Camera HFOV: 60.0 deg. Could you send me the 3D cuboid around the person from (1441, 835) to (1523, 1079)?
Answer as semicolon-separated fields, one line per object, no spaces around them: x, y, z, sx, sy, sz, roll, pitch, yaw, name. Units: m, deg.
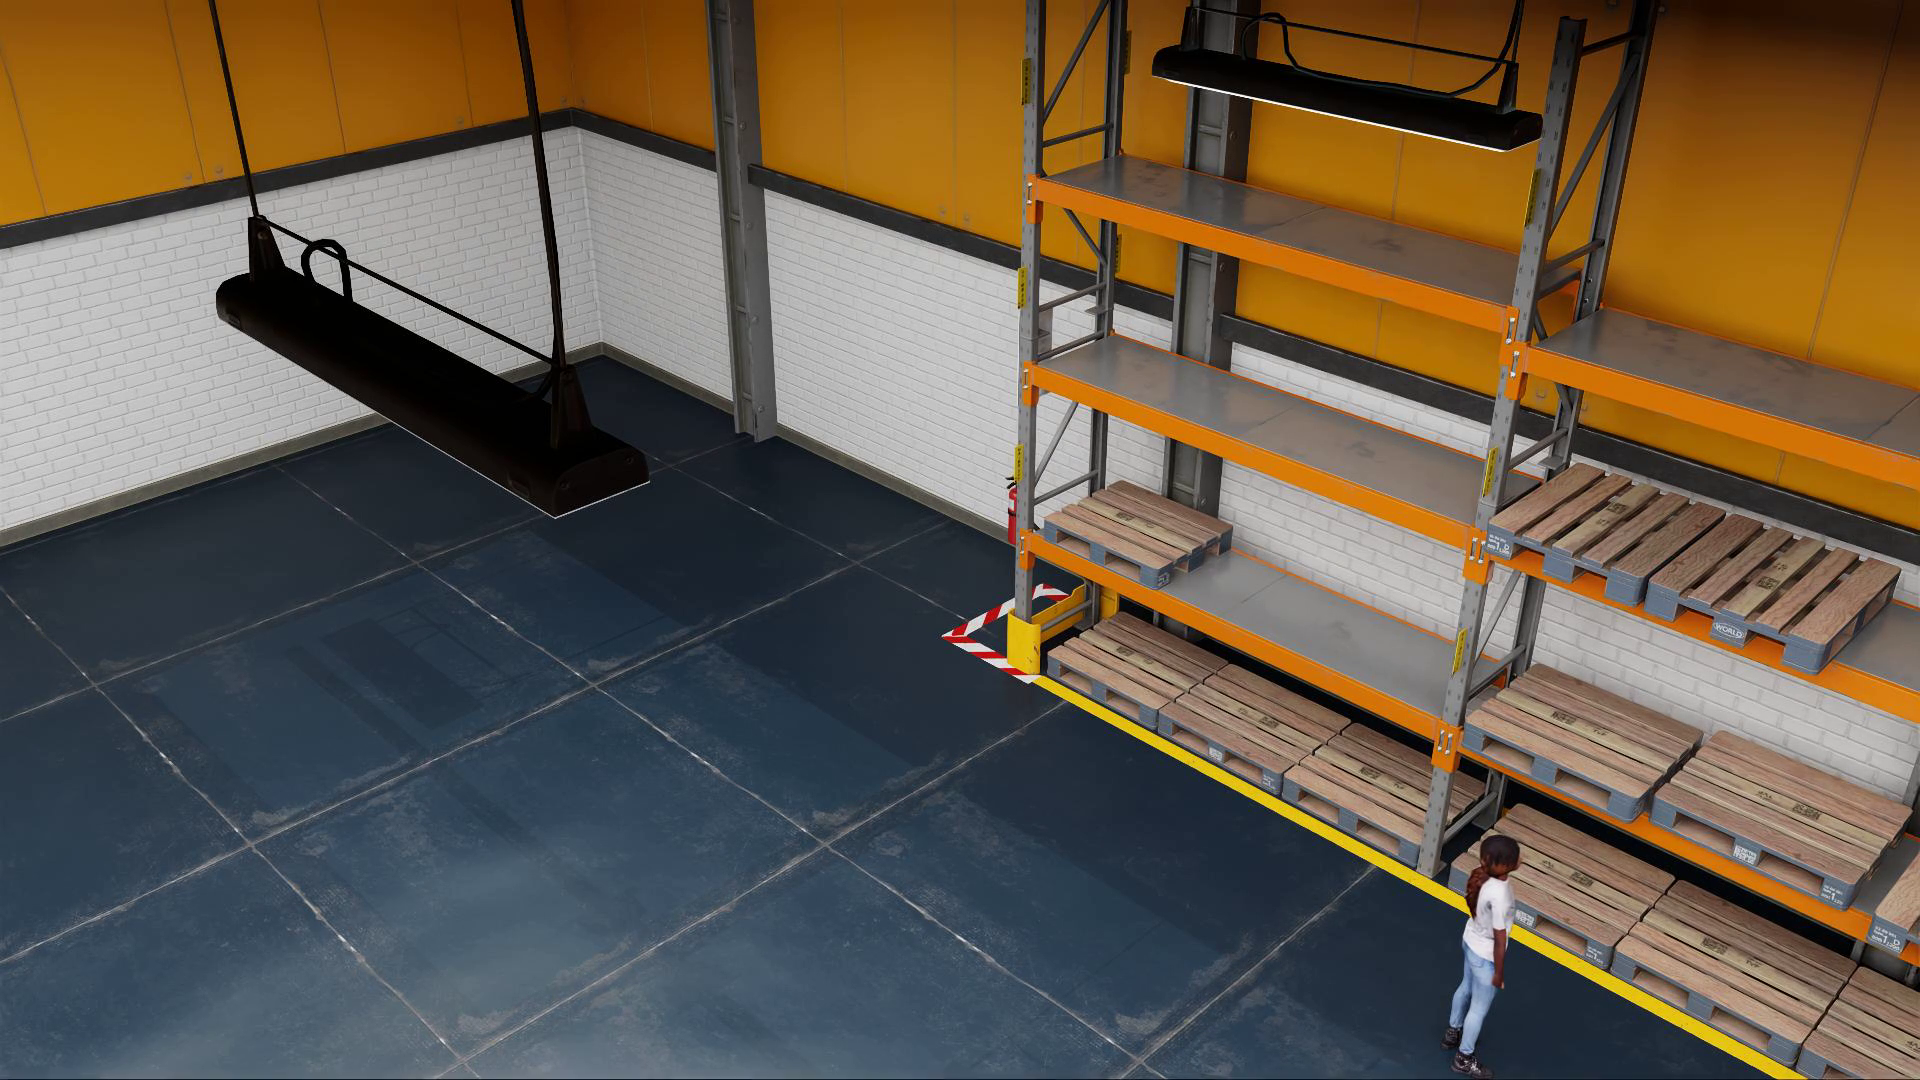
3.164;2.486;10.043;0.724;1.719;0.665;0;29;0;person
